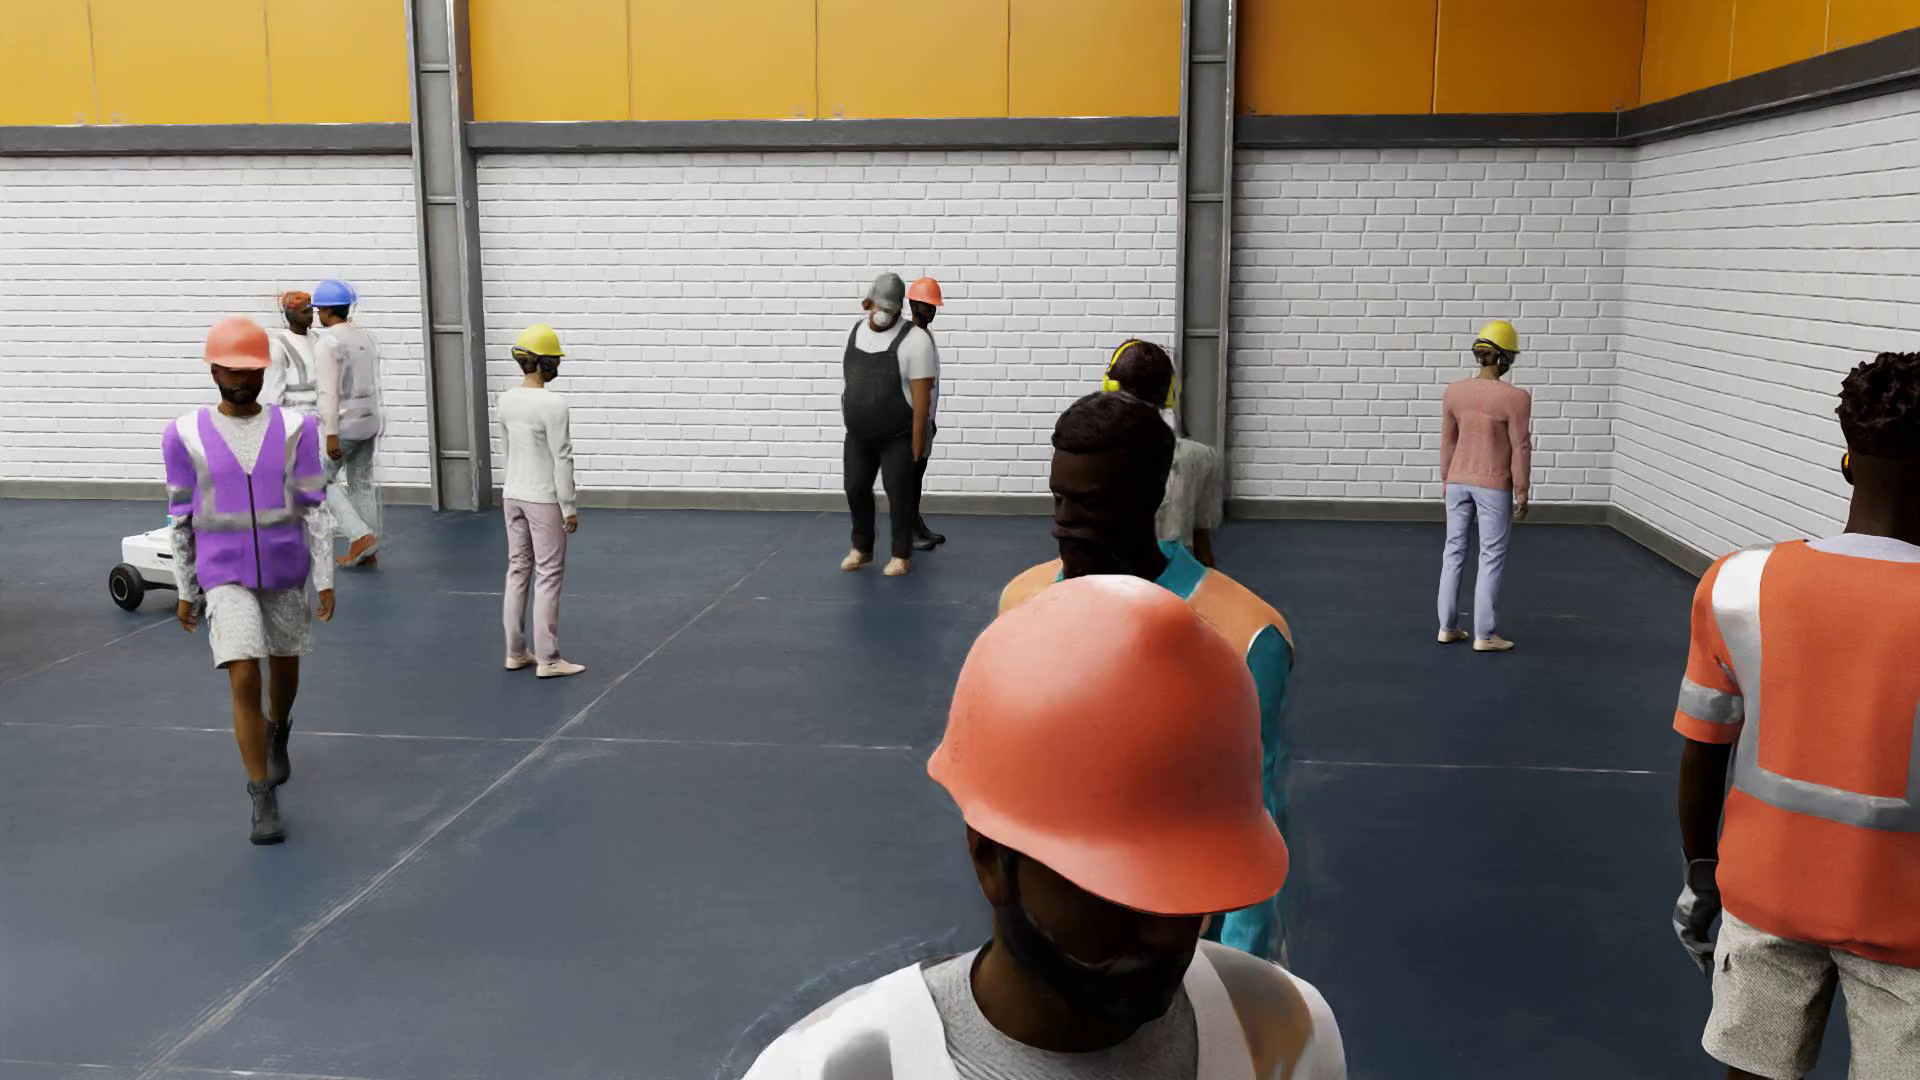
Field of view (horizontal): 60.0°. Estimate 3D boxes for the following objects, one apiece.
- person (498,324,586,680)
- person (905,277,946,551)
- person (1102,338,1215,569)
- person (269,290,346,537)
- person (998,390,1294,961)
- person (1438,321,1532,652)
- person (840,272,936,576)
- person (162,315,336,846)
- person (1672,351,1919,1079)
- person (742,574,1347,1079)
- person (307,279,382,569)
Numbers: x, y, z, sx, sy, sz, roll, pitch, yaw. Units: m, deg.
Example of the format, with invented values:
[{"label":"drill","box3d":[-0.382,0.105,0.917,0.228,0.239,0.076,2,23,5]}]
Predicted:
[{"label":"person","box3d":[-2.096,-0.193,8.336,0.529,1.762,0.345,8,13,38]},{"label":"person","box3d":[-0.277,-0.900,11.878,0.376,1.933,0.544,3,10,18]},{"label":"person","box3d":[0.540,0.292,5.291,0.508,1.855,0.382,-5,11,-27]},{"label":"person","box3d":[-4.922,-0.932,12.367,0.969,1.840,0.575,2,10,10]},{"label":"person","box3d":[0.304,0.683,2.928,0.587,1.902,0.438,8,13,39]},{"label":"person","box3d":[2.792,-0.280,8.838,0.343,1.755,0.531,-8,13,-39]},{"label":"person","box3d":[-0.484,-0.759,10.755,0.704,2.000,0.579,5,11,27]},{"label":"person","box3d":[-2.657,0.102,6.255,0.554,1.899,0.954,-6,11,-29]},{"label":"person","box3d":[1.577,0.643,2.942,0.361,1.964,0.617,-9,14,-43]},{"label":"person","box3d":[0.054,0.937,1.489,0.581,1.904,0.911,-3,10,-17]},{"label":"person","box3d":[-4.062,-0.747,10.993,0.435,1.928,0.618,2,10,13]}]
